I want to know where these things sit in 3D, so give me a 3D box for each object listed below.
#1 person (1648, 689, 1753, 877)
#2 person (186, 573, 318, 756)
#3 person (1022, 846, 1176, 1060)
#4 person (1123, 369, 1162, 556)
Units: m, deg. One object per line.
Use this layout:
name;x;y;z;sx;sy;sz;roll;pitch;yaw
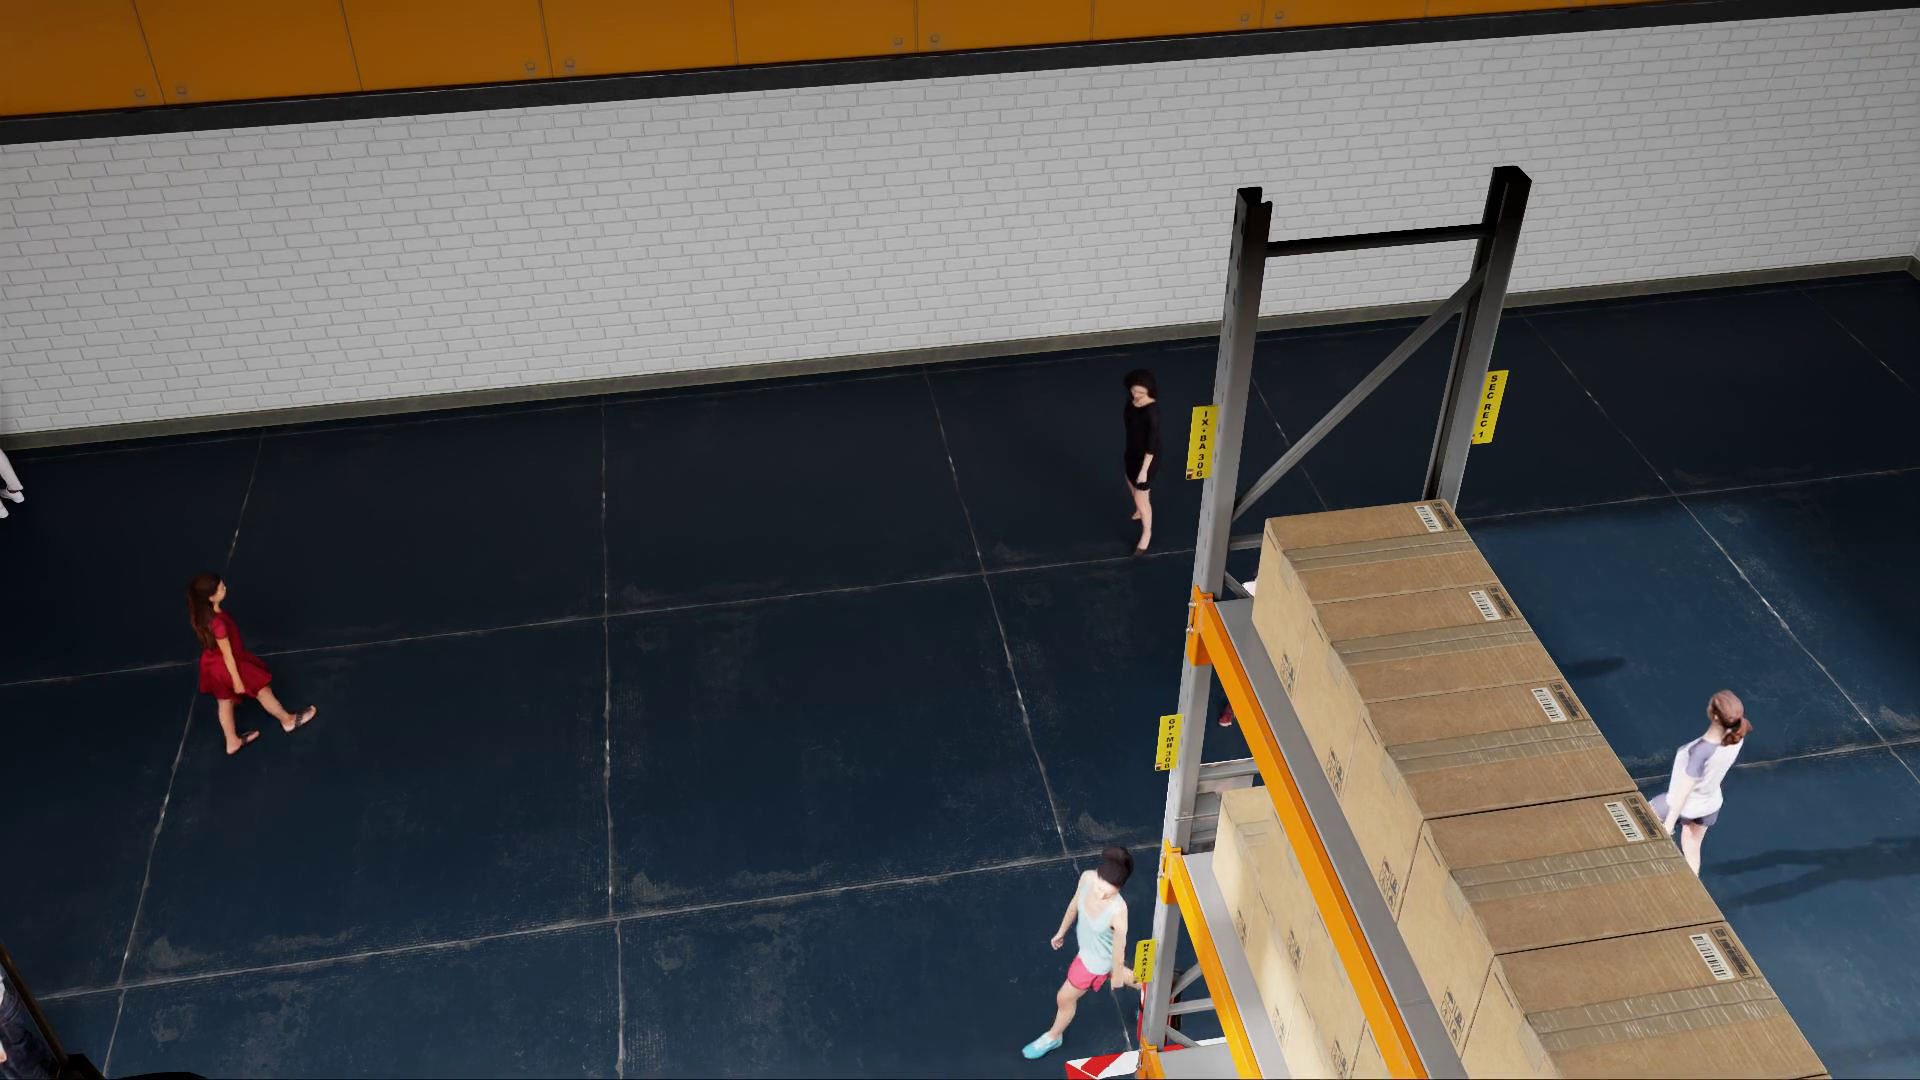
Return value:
person;4.537;1.673;10.205;0.717;1.747;0.875;-15;41;-17
person;-5.070;0.885;11.363;0.900;1.534;0.916;30;48;32
person;0.857;2.313;9.424;0.802;1.722;1.165;-10;40;-12
person;1.462;-0.651;13.093;0.854;1.775;0.601;-2;39;-2
